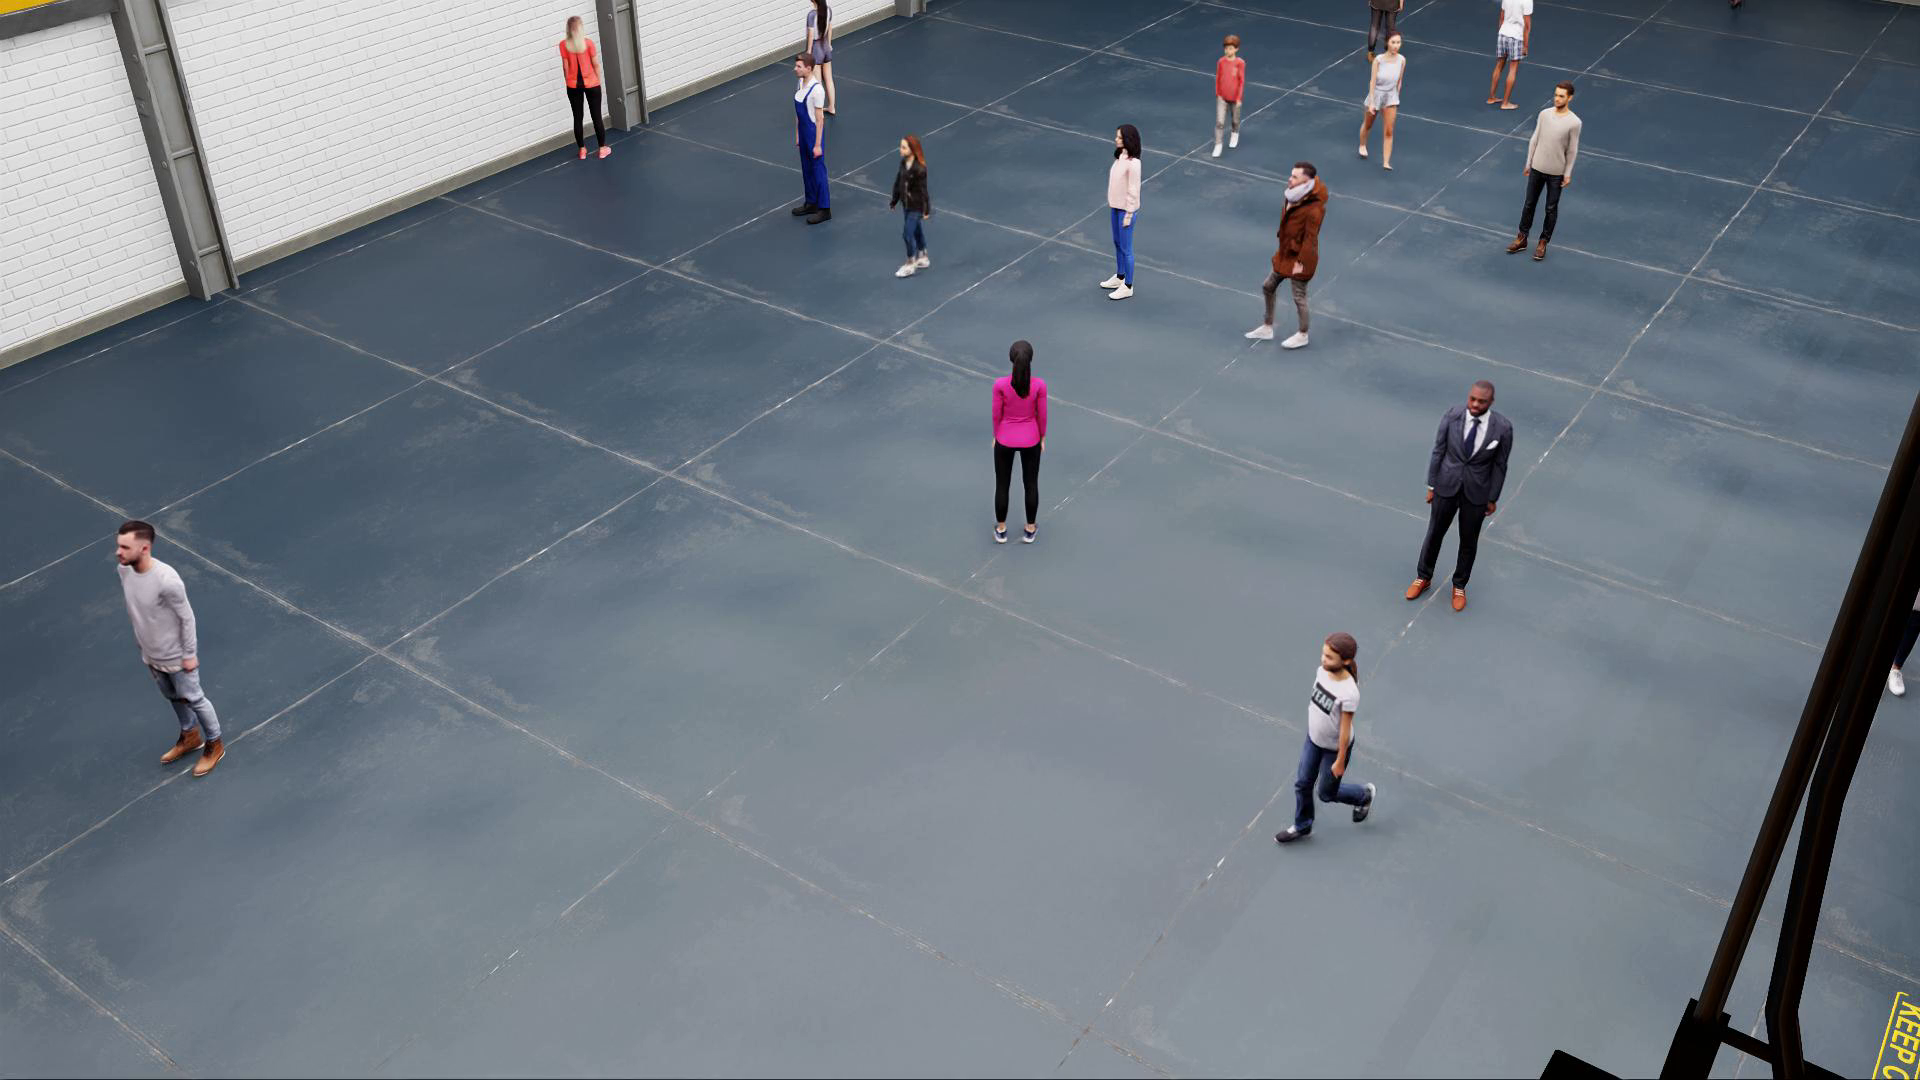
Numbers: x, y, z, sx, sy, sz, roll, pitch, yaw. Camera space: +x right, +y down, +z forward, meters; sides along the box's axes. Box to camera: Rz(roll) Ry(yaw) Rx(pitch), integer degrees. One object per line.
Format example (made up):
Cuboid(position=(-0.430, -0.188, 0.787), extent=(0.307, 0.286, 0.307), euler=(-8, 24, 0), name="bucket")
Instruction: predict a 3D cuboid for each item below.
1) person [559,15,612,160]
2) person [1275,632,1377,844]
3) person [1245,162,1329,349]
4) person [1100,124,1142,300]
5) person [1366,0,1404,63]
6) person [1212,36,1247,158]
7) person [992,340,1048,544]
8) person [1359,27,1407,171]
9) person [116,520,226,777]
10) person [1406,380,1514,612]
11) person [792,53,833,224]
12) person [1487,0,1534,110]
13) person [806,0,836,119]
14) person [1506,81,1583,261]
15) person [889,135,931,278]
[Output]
Cuboid(position=(-4.470, -5.372, 19.728), extent=(0.680, 1.693, 0.708), euler=(0, 34, 1), name="person")
Cuboid(position=(2.266, 1.197, 9.982), extent=(0.960, 1.542, 0.806), euler=(-14, 36, -20), name="person")
Cuboid(position=(3.215, -2.646, 15.515), extent=(0.992, 1.817, 0.927), euler=(-11, 35, -16), name="person")
Cuboid(position=(1.631, -3.263, 16.487), extent=(0.770, 1.768, 0.725), euler=(-7, 34, -11), name="person")
Cuboid(position=(5.843, -7.426, 22.799), extent=(0.656, 1.714, 0.585), euler=(15, 36, 21), name="person")
Cuboid(position=(3.262, -5.347, 19.952), extent=(0.660, 1.404, 0.956), euler=(11, 35, 17), name="person")
Cuboid(position=(0.449, -0.751, 12.772), extent=(0.676, 1.698, 0.717), euler=(0, 34, -1), name="person")
Cuboid(position=(4.940, -5.203, 19.595), extent=(1.012, 1.559, 1.131), euler=(-2, 34, -4), name="person")
Cuboid(position=(-5.017, 0.661, 10.519), extent=(0.712, 1.840, 0.602), euler=(16, 37, 23), name="person")
Cuboid(position=(3.644, -0.356, 12.064), extent=(0.721, 1.824, 0.658), euler=(15, 36, 21), name="person")
Cuboid(position=(-1.619, -4.397, 18.119), extent=(0.688, 1.850, 0.707), euler=(-20, 39, -28), name="person")
Cuboid(position=(7.051, -6.403, 21.245), extent=(0.695, 1.731, 0.720), euler=(-16, 37, -23), name="person")
Cuboid(position=(-1.763, -6.141, 20.925), extent=(0.654, 1.650, 0.448), euler=(22, 40, 30), name="person")
Cuboid(position=(6.129, -3.858, 17.292), extent=(0.671, 1.868, 0.604), euler=(26, 41, 33), name="person")
Cuboid(position=(-0.416, -3.452, 17.045), extent=(0.805, 1.465, 0.720), euler=(-17, 37, -24), name="person")
